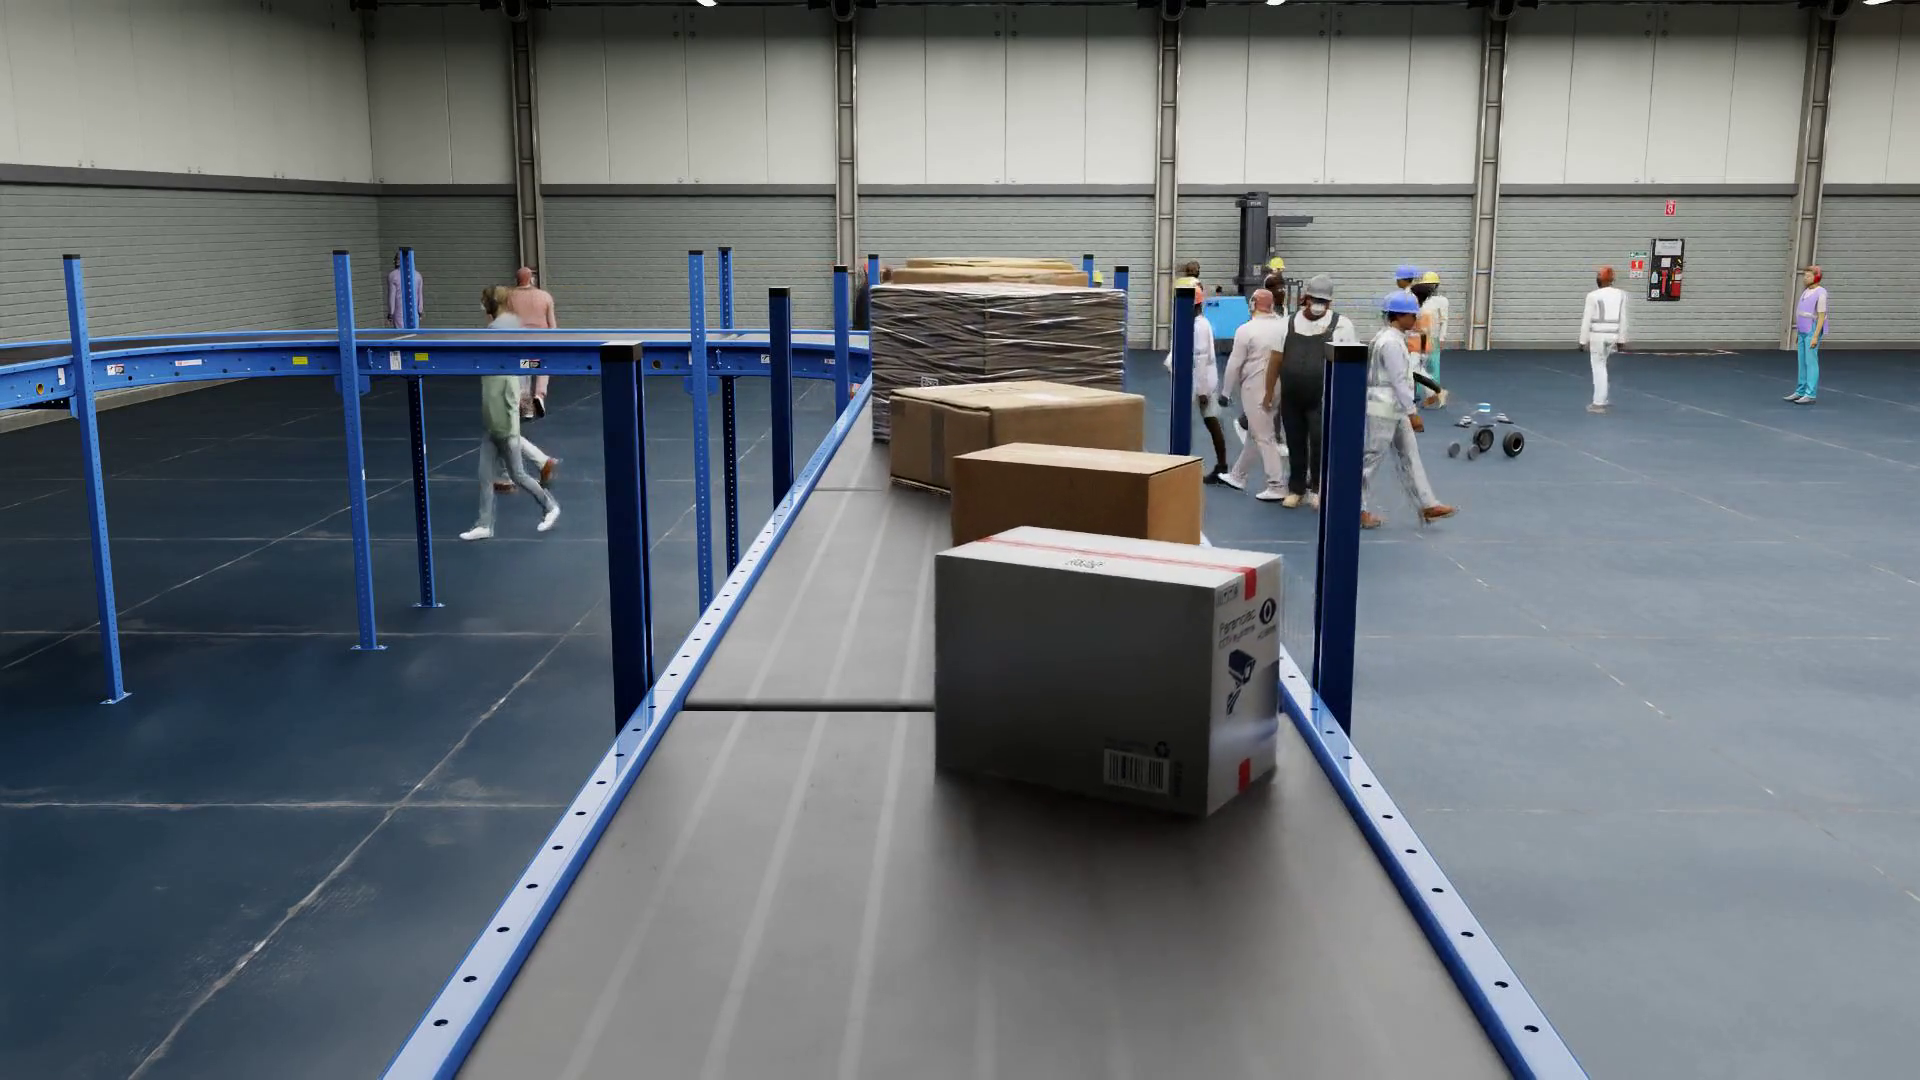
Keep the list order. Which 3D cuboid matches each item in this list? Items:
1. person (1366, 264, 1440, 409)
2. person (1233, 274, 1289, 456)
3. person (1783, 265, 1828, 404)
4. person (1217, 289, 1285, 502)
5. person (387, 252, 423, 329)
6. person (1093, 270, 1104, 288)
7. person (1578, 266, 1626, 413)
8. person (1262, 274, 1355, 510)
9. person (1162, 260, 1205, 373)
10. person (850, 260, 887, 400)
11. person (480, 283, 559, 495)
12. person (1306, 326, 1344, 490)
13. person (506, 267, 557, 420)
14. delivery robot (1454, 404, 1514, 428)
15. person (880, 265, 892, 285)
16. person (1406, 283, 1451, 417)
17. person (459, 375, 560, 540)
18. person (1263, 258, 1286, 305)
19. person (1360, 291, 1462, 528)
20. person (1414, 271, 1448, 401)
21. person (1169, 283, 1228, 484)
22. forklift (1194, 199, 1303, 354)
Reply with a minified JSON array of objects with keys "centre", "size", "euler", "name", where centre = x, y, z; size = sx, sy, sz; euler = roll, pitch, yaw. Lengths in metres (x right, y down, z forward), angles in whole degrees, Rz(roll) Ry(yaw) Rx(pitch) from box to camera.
[{"centre":[5.866,-2.668,21.824],"size":[1.012,1.897,0.607],"euler":[1,11,6],"name":"person"},{"centre":[3.274,-1.874,17.712],"size":[0.729,1.900,0.603],"euler":[8,13,34],"name":"person"},{"centre":[11.482,-2.773,22.467],"size":[0.389,1.850,0.566],"euler":[0,11,2],"name":"person"},{"centre":[2.619,-1.305,14.895],"size":[0.631,1.851,0.967],"euler":[-8,14,-36],"name":"person"},{"centre":[-9.299,-3.845,27.827],"size":[0.409,1.908,0.652],"euler":[9,14,38],"name":"person"},{"centre":[1.865,-3.022,24.037],"size":[0.529,1.744,0.680],"euler":[-10,15,-40],"name":"person"},{"centre":[8.242,-2.592,21.476],"size":[0.604,1.870,0.494],"euler":[-4,12,-19],"name":"person"},{"centre":[2.983,-1.261,14.315],"size":[0.734,2.000,0.535],"euler":[6,13,29],"name":"person"},{"centre":[3.671,-3.556,26.590],"size":[0.826,1.817,0.642],"euler":[-5,12,-26],"name":"person"},{"centre":[-1.160,-2.623,21.352],"size":[0.467,1.981,0.641],"euler":[0,11,2],"name":"person"},{"centre":[-4.016,-1.344,14.969],"size":[0.690,1.922,0.635],"euler":[0,11,2],"name":"person"},{"centre":[3.185,-1.078,14.356],"size":[0.358,1.615,0.511],"euler":[6,13,30],"name":"person"},{"centre":[-5.313,-2.418,20.537],"size":[0.662,1.890,0.513],"euler":[-2,11,-11],"name":"person"},{"centre":[5.538,-1.324,17.557],"size":[0.698,0.223,0.335],"euler":[-6,13,-30],"name":"delivery robot"},{"centre":[-1.031,-3.055,24.022],"size":[0.506,1.823,0.769],"euler":[-7,13,-32],"name":"person"},{"centre":[5.859,-2.398,20.977],"size":[0.651,1.675,0.537],"euler":[1,11,7],"name":"person"},{"centre":[-3.573,-0.831,13.112],"size":[0.514,1.605,0.784],"euler":[11,15,44],"name":"person"},{"centre":[5.434,-3.886,28.316],"size":[0.866,1.794,0.627],"euler":[2,11,12],"name":"person"},{"centre":[3.578,-1.031,13.367],"size":[0.947,1.897,0.620],"euler":[4,12,20],"name":"person"},{"centre":[6.354,-2.755,22.592],"size":[0.525,1.769,0.310],"euler":[10,15,42],"name":"person"},{"centre":[2.115,-1.450,15.544],"size":[0.914,1.881,0.627],"euler":[2,11,12],"name":"person"},{"centre":[5.313,-4.851,30.603],"size":[1.873,2.768,1.129],"euler":[0,11,1],"name":"forklift"}]
